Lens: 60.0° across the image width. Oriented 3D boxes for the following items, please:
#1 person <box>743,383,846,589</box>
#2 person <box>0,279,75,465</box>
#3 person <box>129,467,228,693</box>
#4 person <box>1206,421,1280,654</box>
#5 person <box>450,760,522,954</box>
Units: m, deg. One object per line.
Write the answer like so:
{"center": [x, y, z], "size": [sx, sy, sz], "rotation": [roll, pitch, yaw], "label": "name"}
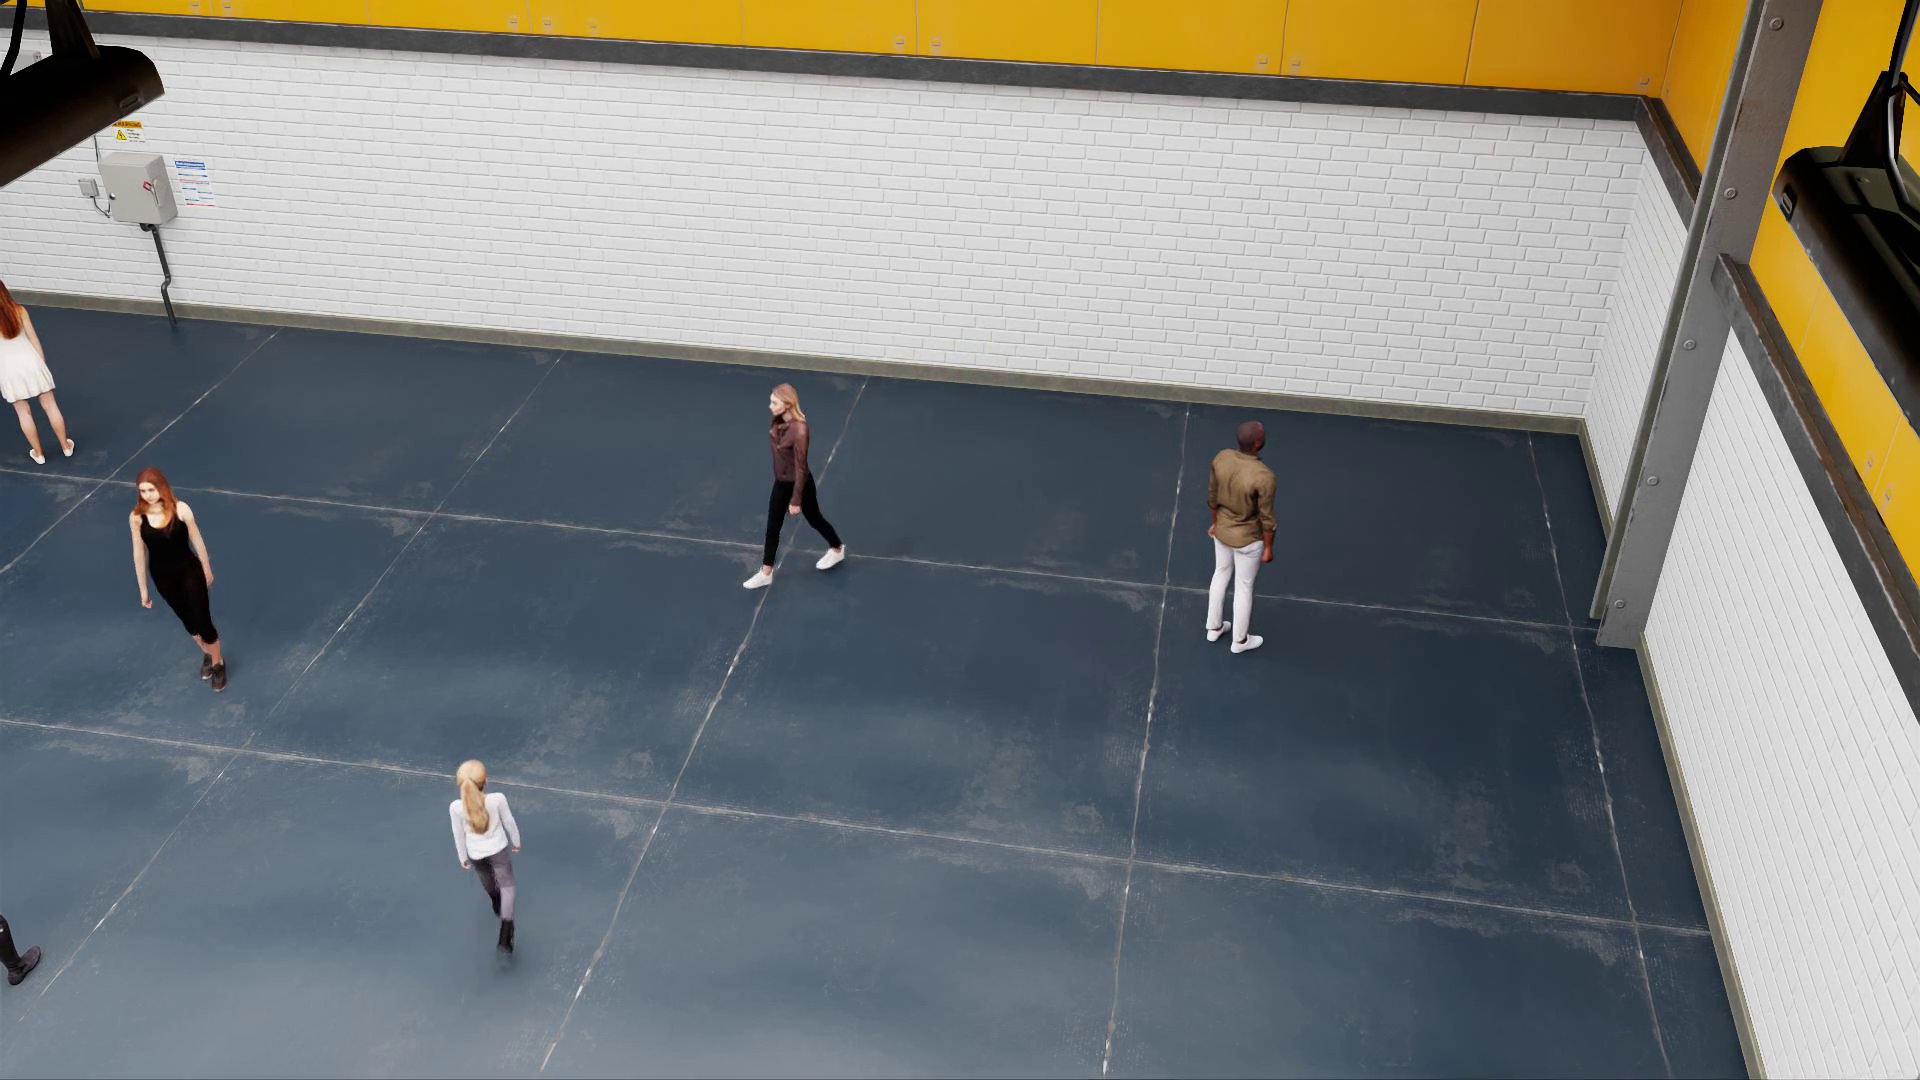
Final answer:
{"center": [-1.156, -0.416, 12.446], "size": [1.143, 1.659, 1.083], "rotation": [-21, 39, -28], "label": "person"}
{"center": [-7.871, -1.443, 13.944], "size": [0.646, 1.712, 0.704], "rotation": [-21, 39, -28], "label": "person"}
{"center": [-5.362, 0.204, 11.469], "size": [0.671, 1.709, 0.763], "rotation": [-3, 34, -5], "label": "person"}
{"center": [1.965, -0.026, 11.710], "size": [0.827, 1.825, 0.802], "rotation": [-26, 42, -33], "label": "person"}
{"center": [-2.688, 1.804, 9.467], "size": [0.697, 1.261, 0.940], "rotation": [-6, 34, -9], "label": "person"}
